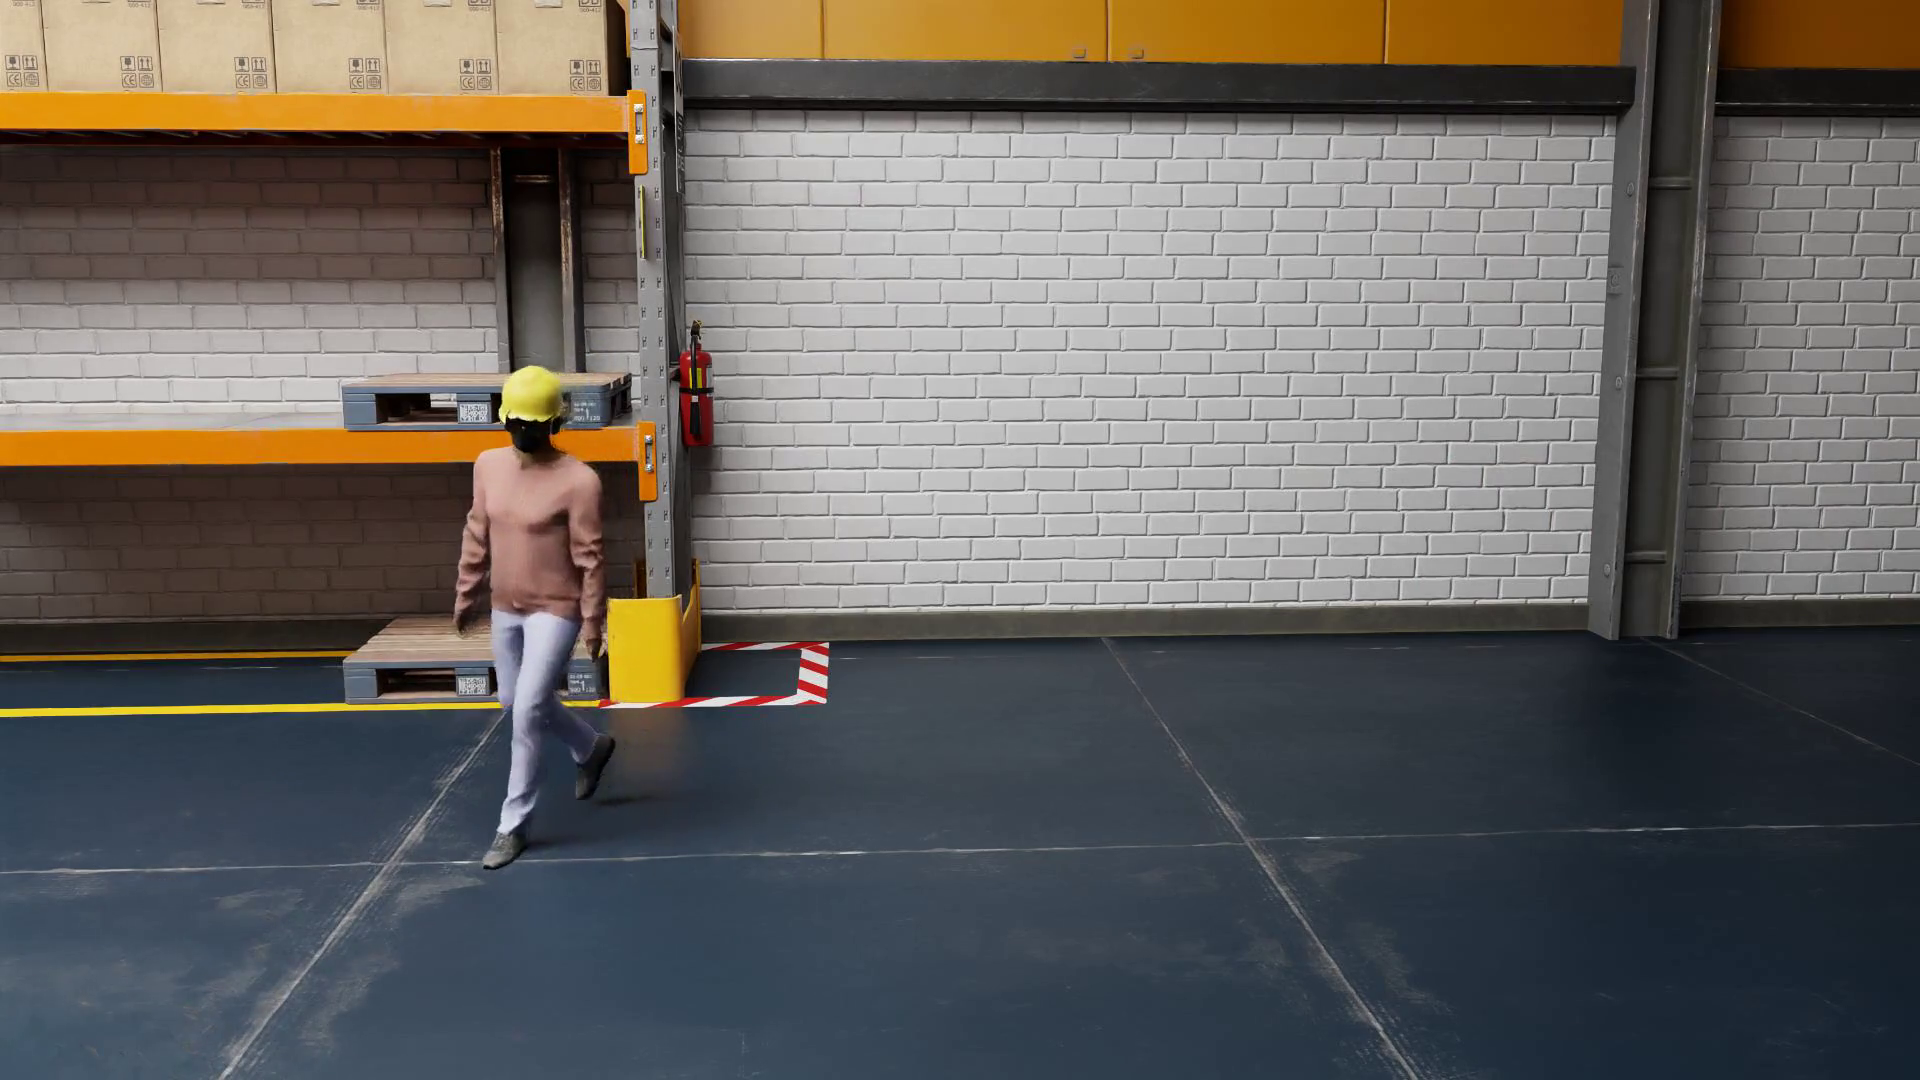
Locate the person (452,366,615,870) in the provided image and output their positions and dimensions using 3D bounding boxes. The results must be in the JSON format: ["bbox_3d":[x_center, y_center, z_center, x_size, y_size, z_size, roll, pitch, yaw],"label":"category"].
[{"bbox_3d":[-1.449,0.233,5.880,0.597,1.720,0.735,5,10,27],"label":"person"}]
